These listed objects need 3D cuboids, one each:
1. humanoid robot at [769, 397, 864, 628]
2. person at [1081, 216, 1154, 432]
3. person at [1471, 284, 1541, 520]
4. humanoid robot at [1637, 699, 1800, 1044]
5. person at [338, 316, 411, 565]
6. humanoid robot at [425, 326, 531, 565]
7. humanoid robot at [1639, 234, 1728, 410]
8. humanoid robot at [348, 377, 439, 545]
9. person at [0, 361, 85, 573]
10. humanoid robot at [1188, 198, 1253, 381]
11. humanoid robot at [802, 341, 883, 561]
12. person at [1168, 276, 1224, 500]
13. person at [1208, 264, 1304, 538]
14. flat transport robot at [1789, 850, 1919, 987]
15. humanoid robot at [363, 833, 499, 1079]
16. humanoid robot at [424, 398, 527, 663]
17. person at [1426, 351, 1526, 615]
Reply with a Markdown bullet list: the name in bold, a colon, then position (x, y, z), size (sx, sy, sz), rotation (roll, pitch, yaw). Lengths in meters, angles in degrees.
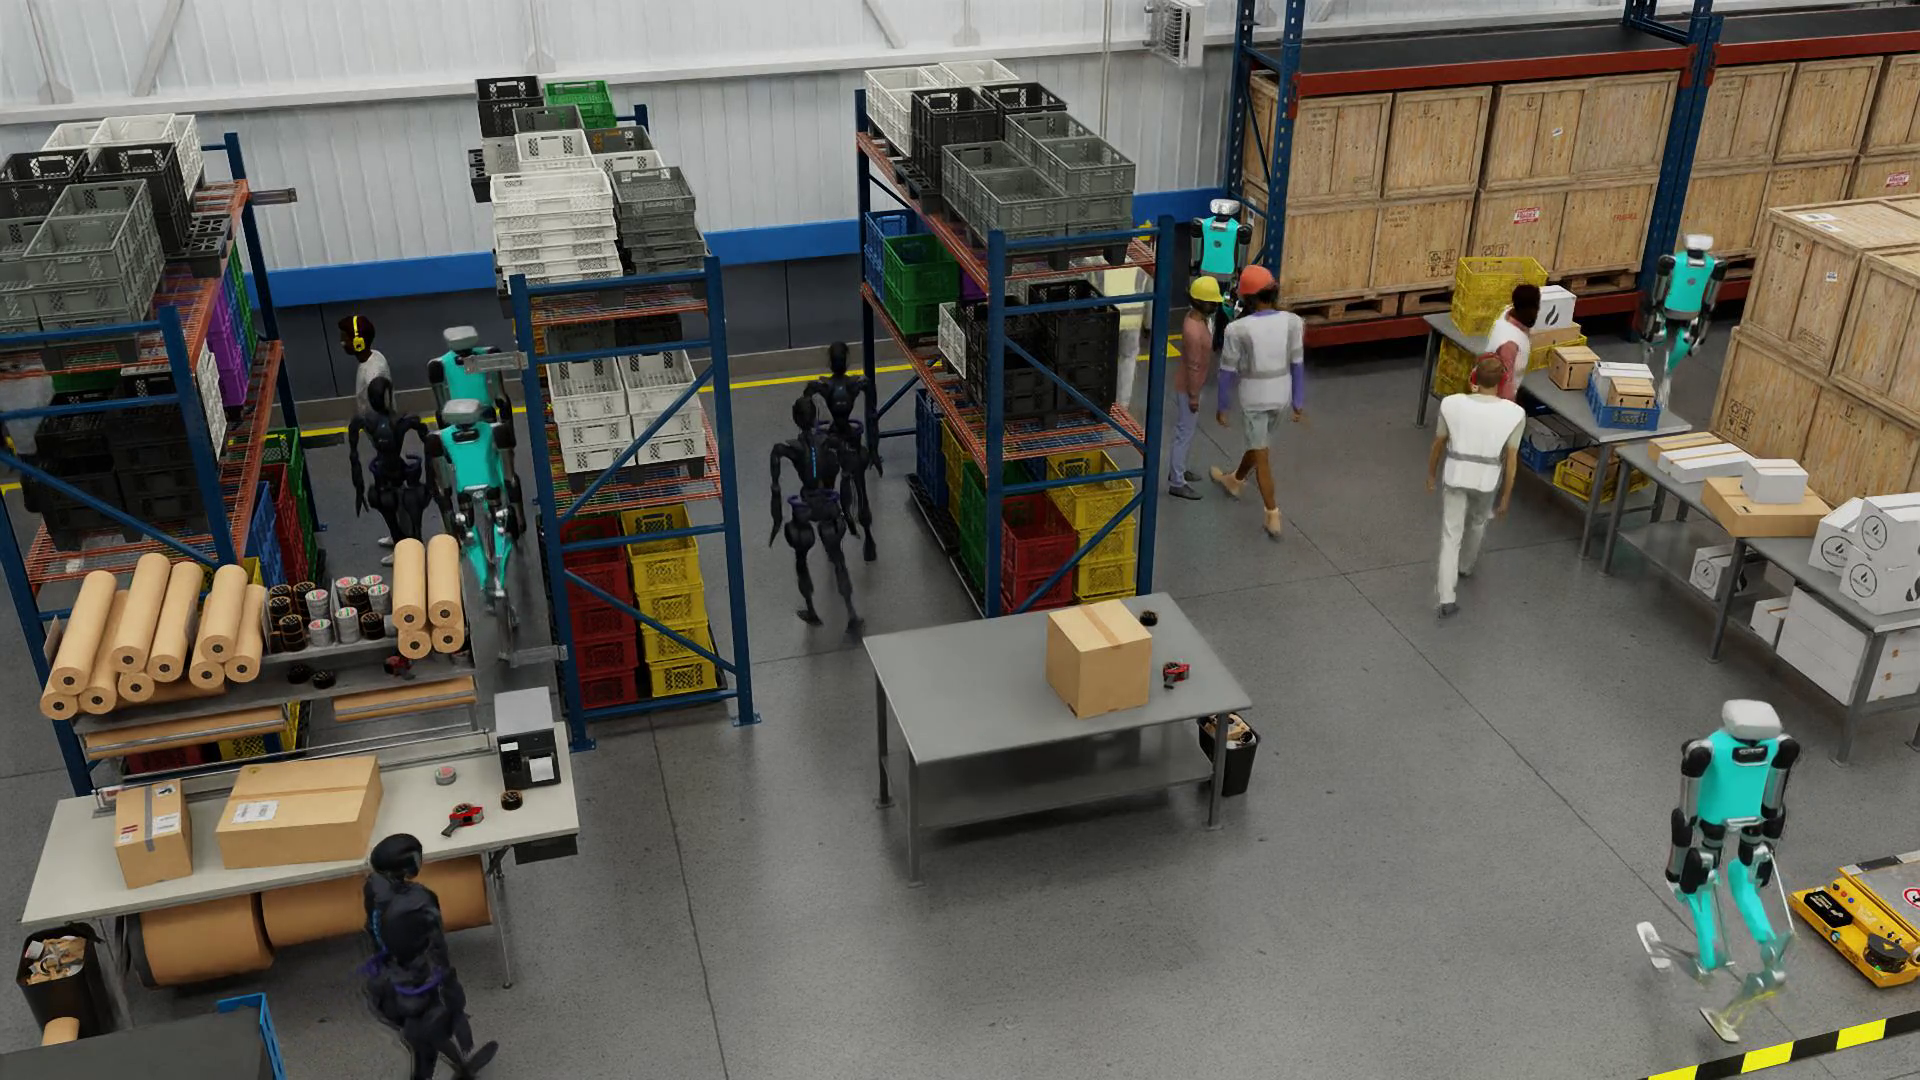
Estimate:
- **humanoid robot**: position (-0.962, -0.139, 10.980), size (0.609, 1.640, 0.471), rotation (-12, 31, -21)
- **person**: position (1.308, -1.833, 13.923), size (0.627, 1.798, 0.668), rotation (-1, 29, -2)
- **person**: position (4.036, -1.104, 12.512), size (0.384, 1.874, 0.771), rotation (7, 30, 13)
- **humanoid robot**: position (3.594, 1.599, 7.718), size (0.544, 1.728, 1.001), rotation (-3, 29, -5)
- **person**: position (-4.108, -0.711, 11.794), size (0.309, 1.868, 0.530), rotation (-10, 30, -17)
- **humanoid robot**: position (-3.300, -0.567, 11.679), size (0.533, 1.805, 0.748), rotation (-18, 34, -30)
- **humanoid robot**: position (5.949, -1.792, 13.928), size (0.544, 1.750, 1.030), rotation (6, 29, 10)
- **humanoid robot**: position (-3.872, -0.385, 11.457), size (0.616, 1.625, 0.806), rotation (-3, 29, -6)
- **person**: position (-6.485, -0.652, 11.724), size (0.521, 1.842, 0.567), rotation (-6, 29, -10)
- **humanoid robot**: position (2.305, -2.232, 14.559), size (0.533, 1.677, 0.735), rotation (12, 31, 20)
- **humanoid robot**: position (-0.846, -0.628, 11.830), size (0.589, 1.650, 0.352), rotation (-5, 29, -9)
- **person**: position (1.806, -1.180, 12.755), size (0.328, 1.765, 0.532), rotation (4, 29, 7)
- **person**: position (2.210, -1.057, 12.312), size (0.622, 1.974, 1.038), rotation (-9, 30, -15)
- **flat transport robot**: position (5.163, 1.916, 8.676), size (1.431, 0.231, 0.659), rotation (-8, 30, -14)
- **humanoid robot**: position (-2.337, 1.942, 7.200), size (0.592, 1.629, 0.761), rotation (19, 34, 31)
- **humanoid robot**: position (-3.048, 0.045, 10.620), size (0.562, 1.766, 1.052), rotation (-6, 29, -11)
- **person**: position (3.469, -0.393, 11.300), size (0.569, 1.798, 0.934), rotation (9, 30, 16)
